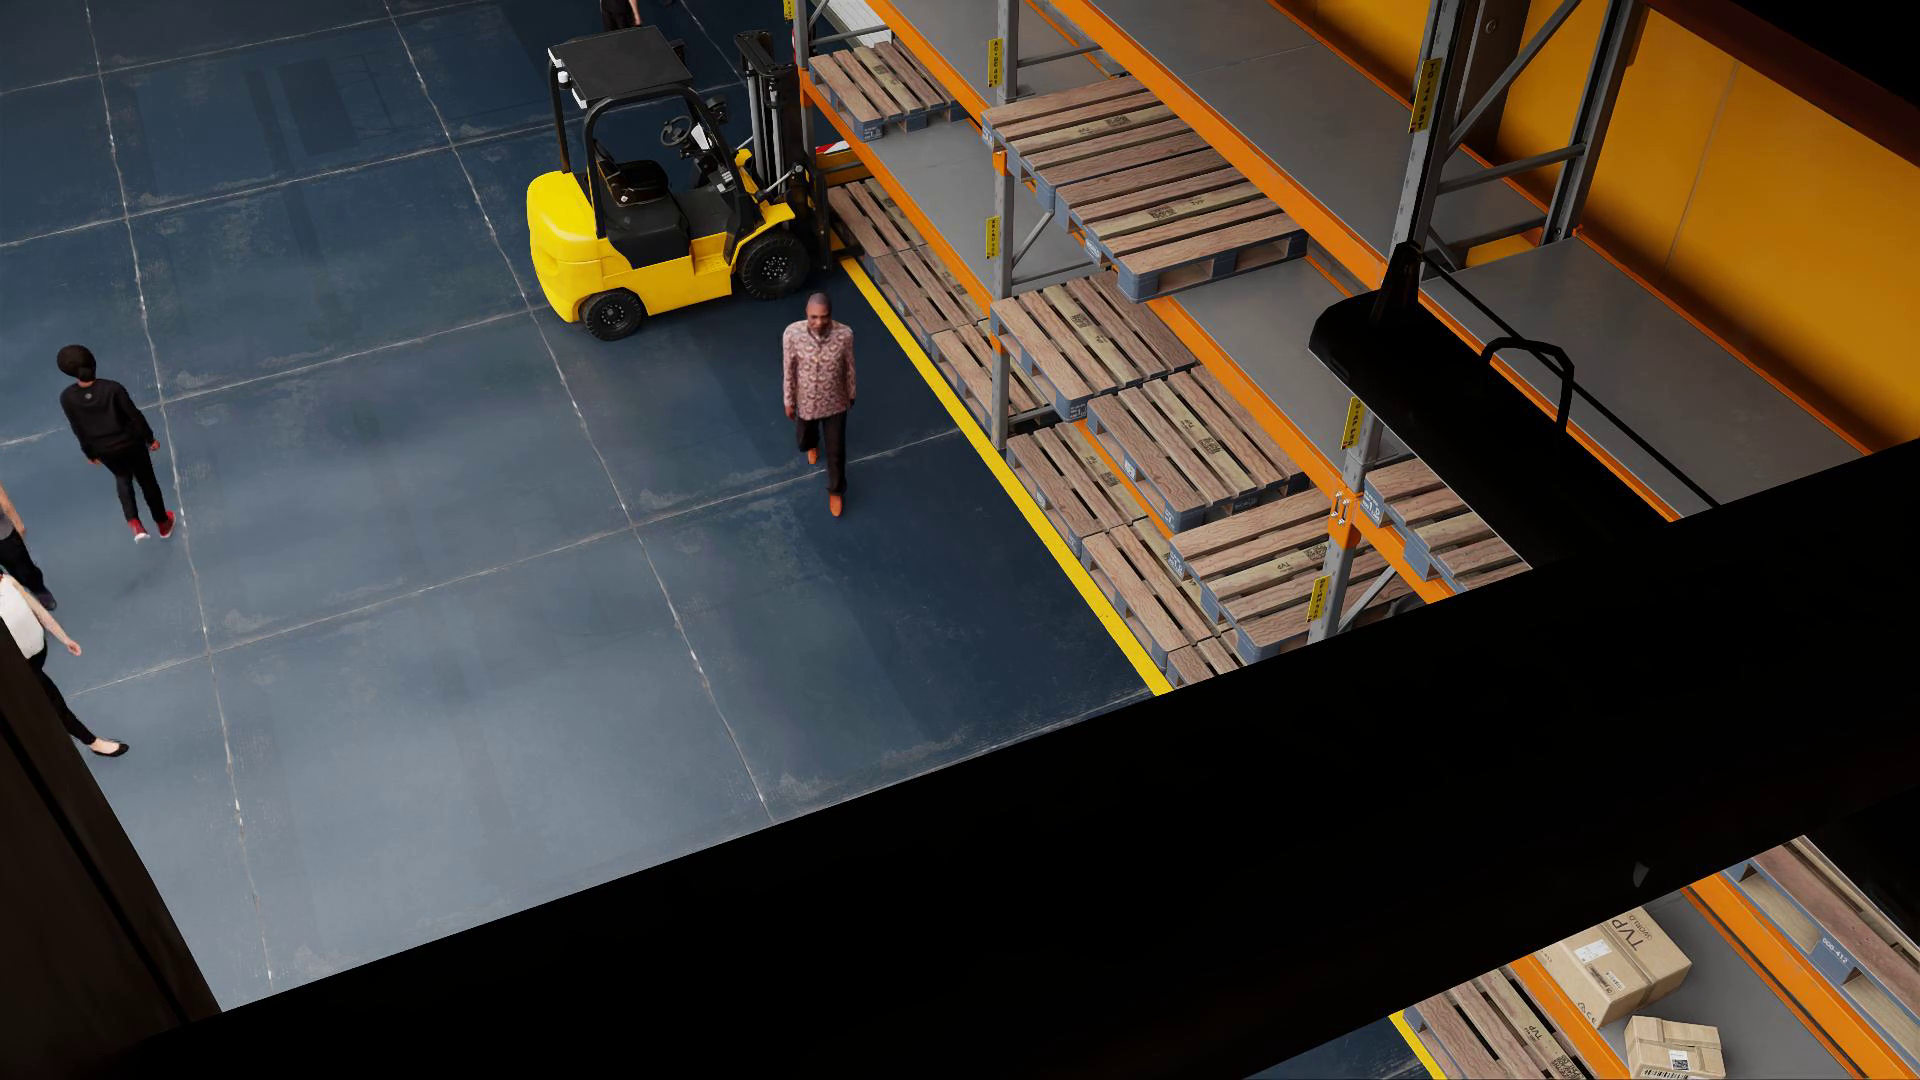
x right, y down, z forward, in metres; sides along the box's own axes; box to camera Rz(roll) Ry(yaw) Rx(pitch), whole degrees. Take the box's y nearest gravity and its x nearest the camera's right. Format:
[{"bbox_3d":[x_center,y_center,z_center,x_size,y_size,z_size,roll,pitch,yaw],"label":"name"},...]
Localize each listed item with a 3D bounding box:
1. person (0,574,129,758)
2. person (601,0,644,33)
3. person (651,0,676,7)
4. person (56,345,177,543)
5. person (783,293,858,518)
[{"bbox_3d":[-5.853,0.696,10.241,1.065,1.676,1.096,9,44,9],"label":"person"},{"bbox_3d":[-3.351,-5.239,16.315,0.709,1.892,0.825,26,49,24],"label":"person"},{"bbox_3d":[-3.260,-6.601,17.919,0.615,1.650,0.719,24,49,23],"label":"person"},{"bbox_3d":[-5.904,-0.609,11.622,0.713,1.661,0.797,-5,44,-5],"label":"person"},{"bbox_3d":[-1.012,-1.066,12.009,0.921,1.788,1.097,-2,44,-2],"label":"person"}]
